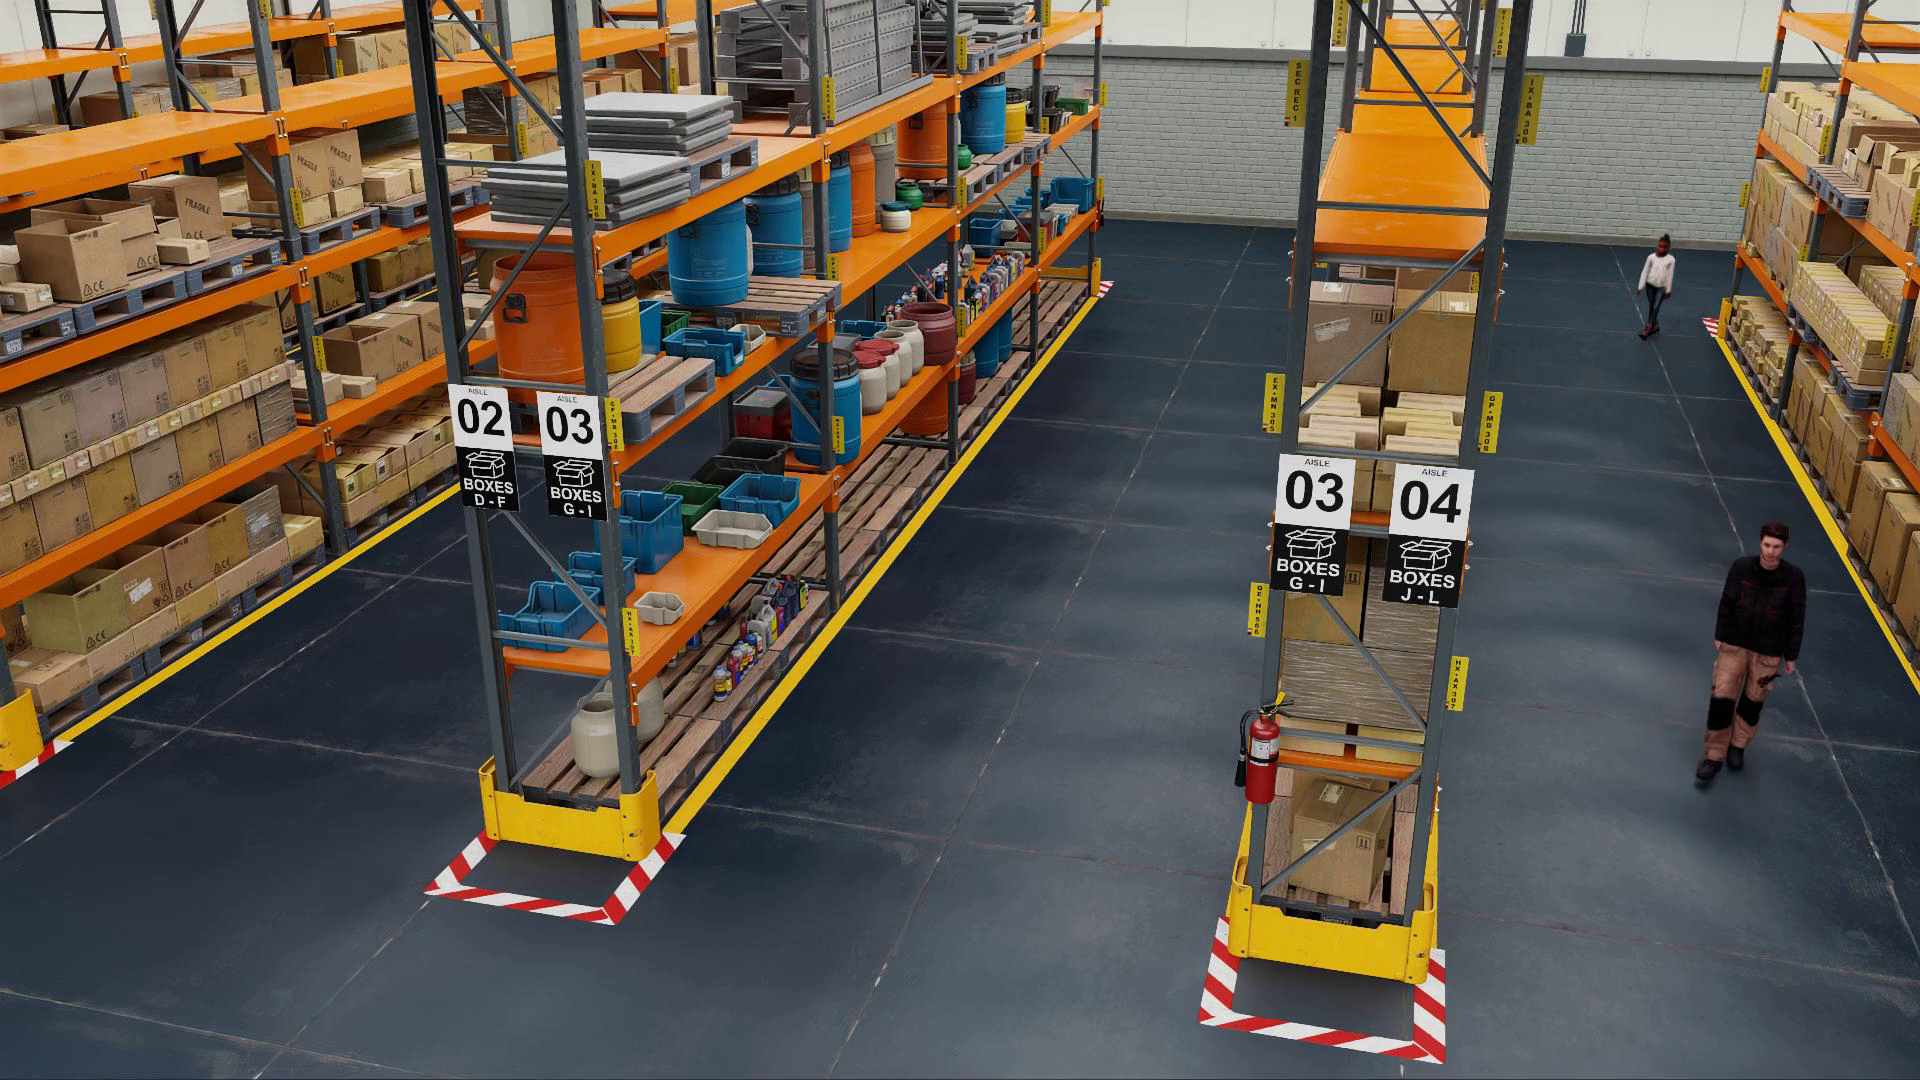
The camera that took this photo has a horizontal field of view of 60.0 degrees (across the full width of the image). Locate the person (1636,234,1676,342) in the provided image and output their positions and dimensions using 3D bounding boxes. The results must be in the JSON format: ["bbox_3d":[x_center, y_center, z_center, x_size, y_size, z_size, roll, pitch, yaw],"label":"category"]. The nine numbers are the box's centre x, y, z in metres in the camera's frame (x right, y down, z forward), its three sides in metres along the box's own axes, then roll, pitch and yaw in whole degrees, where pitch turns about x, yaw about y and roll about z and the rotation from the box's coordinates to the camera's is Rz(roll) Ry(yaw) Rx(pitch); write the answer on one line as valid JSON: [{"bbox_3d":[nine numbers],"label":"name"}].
[{"bbox_3d":[9.520,-3.441,22.680,0.830,1.413,1.096,18,28,37],"label":"person"}]

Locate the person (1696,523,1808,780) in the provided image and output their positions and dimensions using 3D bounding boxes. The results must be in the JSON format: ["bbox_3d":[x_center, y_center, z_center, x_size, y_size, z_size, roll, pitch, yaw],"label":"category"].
[{"bbox_3d":[5.640,0.743,11.803,0.829,1.903,0.988,10,24,24],"label":"person"}]
